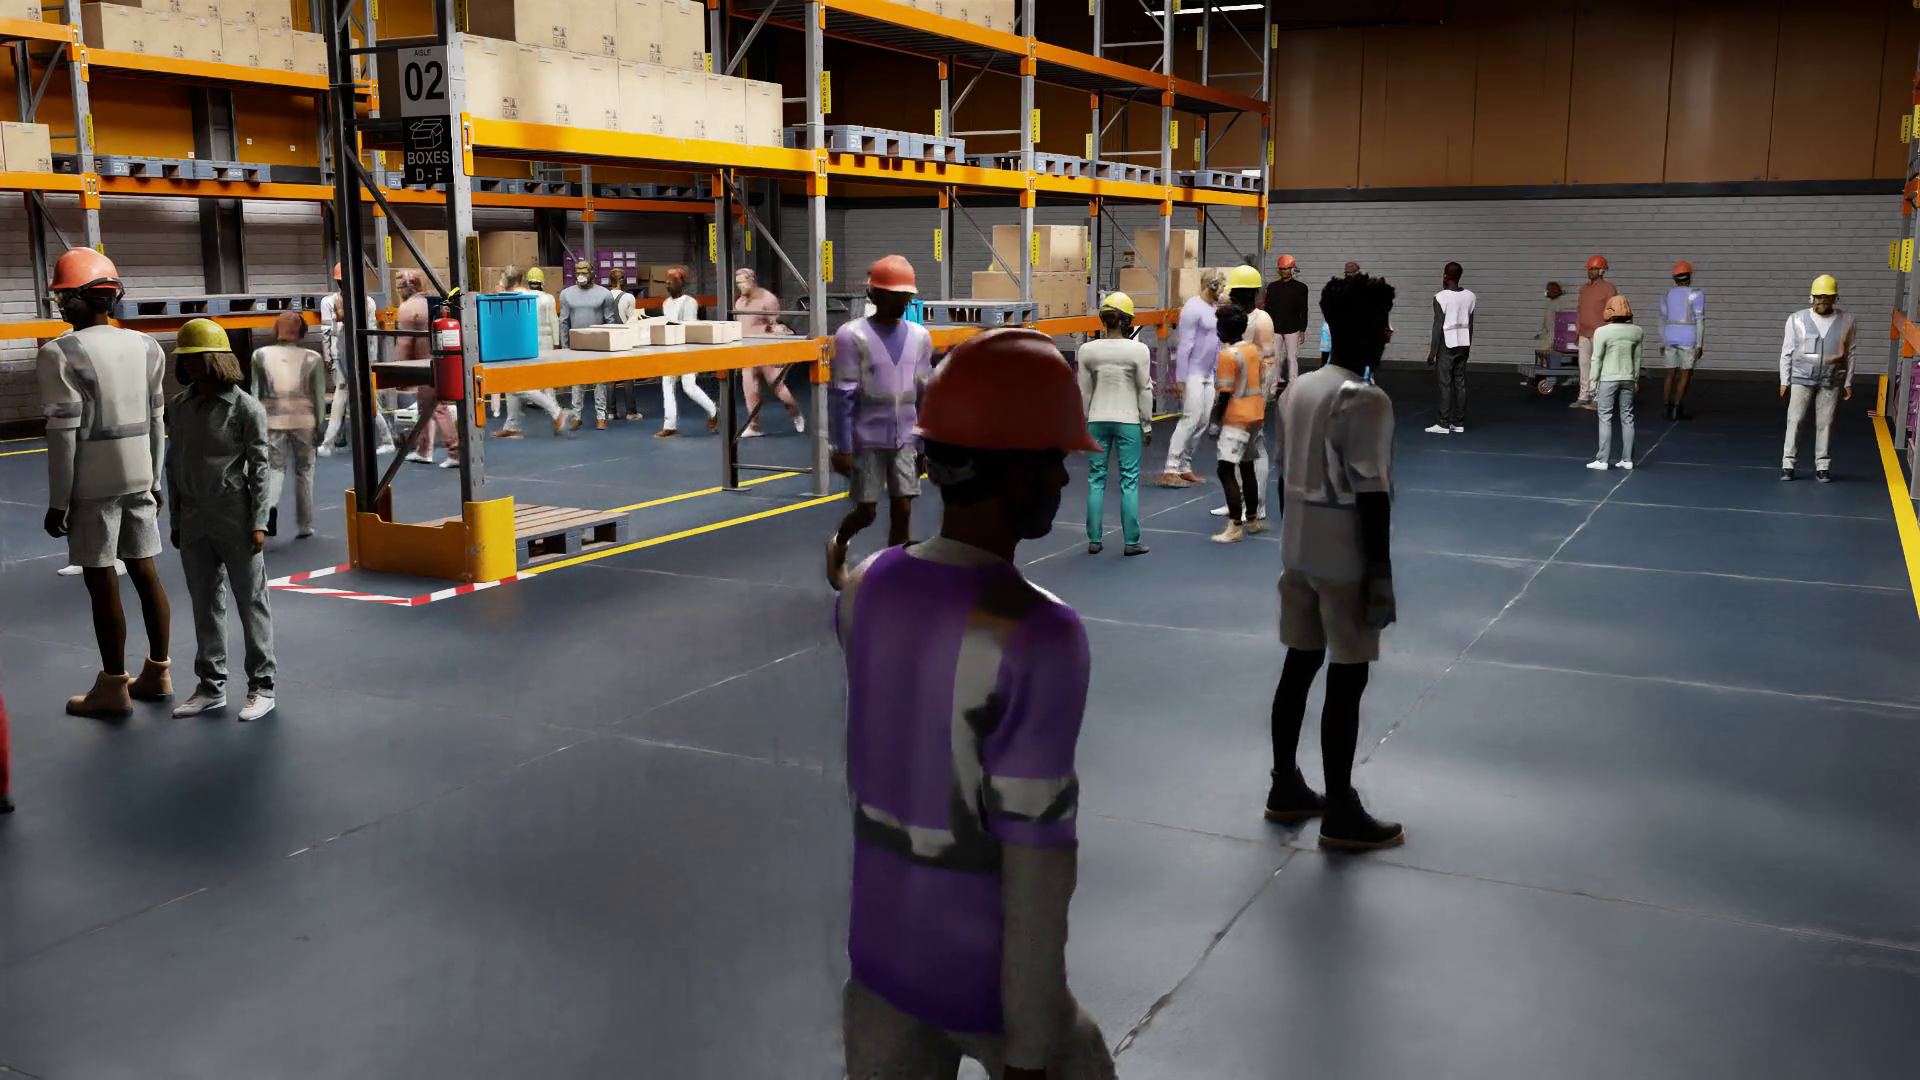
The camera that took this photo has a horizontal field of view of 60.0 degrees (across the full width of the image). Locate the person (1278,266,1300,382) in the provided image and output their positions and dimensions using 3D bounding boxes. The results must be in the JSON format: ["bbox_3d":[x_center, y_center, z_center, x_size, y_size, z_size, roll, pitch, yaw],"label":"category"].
[{"bbox_3d":[5.046,-3.402,26.186,0.562,1.834,0.524,-4,10,-20],"label":"person"}]

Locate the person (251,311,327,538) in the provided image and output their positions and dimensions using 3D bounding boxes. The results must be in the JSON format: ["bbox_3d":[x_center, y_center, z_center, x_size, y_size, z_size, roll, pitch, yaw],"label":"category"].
[{"bbox_3d":[-4.705,-0.791,11.658,0.524,1.620,0.535,-2,10,-9],"label":"person"}]

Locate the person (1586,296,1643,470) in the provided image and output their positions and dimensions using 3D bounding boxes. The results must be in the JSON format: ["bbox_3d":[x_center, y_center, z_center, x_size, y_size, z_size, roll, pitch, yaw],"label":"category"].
[{"bbox_3d":[6.136,-1.467,15.582,0.498,1.626,0.289,-2,10,-11],"label":"person"}]

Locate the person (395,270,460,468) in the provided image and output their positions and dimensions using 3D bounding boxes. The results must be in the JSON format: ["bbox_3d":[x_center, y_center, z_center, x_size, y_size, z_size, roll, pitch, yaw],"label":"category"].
[{"bbox_3d":[-5.041,-1.600,15.671,0.893,1.861,0.667,3,10,15],"label":"person"}]

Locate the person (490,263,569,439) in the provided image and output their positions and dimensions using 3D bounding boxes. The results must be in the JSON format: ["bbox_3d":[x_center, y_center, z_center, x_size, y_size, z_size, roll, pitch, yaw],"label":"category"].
[{"bbox_3d":[-4.696,-2.027,17.996,0.806,1.914,0.633,-1,10,-6],"label":"person"}]

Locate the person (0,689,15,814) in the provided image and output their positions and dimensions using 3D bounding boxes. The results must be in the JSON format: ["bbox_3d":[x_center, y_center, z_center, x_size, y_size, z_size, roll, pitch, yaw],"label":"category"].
[{"bbox_3d":[-3.537,0.158,5.760,0.331,1.769,0.530,-3,10,-15],"label":"person"}]

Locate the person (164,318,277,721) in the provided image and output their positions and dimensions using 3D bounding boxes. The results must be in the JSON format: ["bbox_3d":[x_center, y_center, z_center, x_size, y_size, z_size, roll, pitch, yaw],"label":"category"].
[{"bbox_3d":[-3.220,-0.081,7.208,0.484,1.744,0.294,2,10,12],"label":"person"}]

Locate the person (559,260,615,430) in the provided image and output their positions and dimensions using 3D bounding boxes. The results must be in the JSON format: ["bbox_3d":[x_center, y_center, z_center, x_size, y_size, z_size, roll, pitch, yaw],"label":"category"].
[{"bbox_3d":[-4.263,-2.223,19.039,0.634,1.938,0.355,-1,10,-3],"label":"person"}]

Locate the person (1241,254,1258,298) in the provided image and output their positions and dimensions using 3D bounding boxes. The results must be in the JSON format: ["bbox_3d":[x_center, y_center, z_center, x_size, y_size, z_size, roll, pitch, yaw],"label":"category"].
[{"bbox_3d":[4.637,-3.626,26.867,0.536,2.000,0.688,9,13,41],"label":"person"}]

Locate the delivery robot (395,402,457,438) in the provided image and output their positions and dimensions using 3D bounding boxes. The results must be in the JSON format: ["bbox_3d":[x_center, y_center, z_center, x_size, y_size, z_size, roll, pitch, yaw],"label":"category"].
[{"bbox_3d":[-5.538,-1.275,17.282,0.477,0.478,0.707,4,10,21],"label":"delivery robot"}]

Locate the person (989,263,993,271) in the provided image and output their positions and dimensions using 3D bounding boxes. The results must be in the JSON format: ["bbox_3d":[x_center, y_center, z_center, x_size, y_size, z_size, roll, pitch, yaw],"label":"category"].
[{"bbox_3d":[0.487,-2.576,21.167,0.597,1.912,0.468,5,11,26],"label":"person"}]

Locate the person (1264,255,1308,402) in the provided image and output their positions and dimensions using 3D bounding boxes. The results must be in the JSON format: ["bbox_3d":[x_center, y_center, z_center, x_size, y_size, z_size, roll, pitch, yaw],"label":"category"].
[{"bbox_3d":[4.384,-2.845,22.475,0.609,1.995,0.378,5,11,29],"label":"person"}]

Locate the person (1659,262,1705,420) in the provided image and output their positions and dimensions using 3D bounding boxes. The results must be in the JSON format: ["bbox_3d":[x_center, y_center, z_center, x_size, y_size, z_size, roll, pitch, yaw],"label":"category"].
[{"bbox_3d":[8.746,-2.395,20.208,0.368,1.913,0.580,-8,12,-38],"label":"person"}]

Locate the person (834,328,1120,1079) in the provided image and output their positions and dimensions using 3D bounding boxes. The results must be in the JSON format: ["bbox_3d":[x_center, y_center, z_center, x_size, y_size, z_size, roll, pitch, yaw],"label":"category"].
[{"bbox_3d":[0.101,0.624,2.669,0.842,1.907,0.548,-9,13,-41],"label":"person"}]

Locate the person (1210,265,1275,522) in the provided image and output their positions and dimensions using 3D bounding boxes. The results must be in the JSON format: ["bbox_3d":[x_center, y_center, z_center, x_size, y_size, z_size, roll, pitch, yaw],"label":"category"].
[{"bbox_3d":[2.154,-1.100,12.570,0.384,1.928,0.589,-3,10,-16],"label":"person"}]

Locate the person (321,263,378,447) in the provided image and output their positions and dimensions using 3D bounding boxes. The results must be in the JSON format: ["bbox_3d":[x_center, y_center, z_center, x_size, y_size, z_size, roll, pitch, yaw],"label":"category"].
[{"bbox_3d":[-6.354,-1.930,17.351,0.552,1.934,0.373,-4,10,-20],"label":"person"}]

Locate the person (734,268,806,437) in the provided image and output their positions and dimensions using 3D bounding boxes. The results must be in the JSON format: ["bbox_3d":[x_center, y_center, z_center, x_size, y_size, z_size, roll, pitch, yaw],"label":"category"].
[{"bbox_3d":[-2.151,-2.073,18.425,0.705,1.864,0.823,7,12,37],"label":"person"}]

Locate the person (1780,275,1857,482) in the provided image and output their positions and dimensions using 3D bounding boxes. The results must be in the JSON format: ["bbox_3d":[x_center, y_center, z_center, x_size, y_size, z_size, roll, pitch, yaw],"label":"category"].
[{"bbox_3d":[7.567,-1.418,14.686,0.598,1.830,0.403,4,10,20],"label":"person"}]

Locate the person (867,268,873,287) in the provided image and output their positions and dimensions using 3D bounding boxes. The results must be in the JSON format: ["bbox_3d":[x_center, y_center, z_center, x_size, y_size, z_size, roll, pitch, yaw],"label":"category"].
[{"bbox_3d":[-0.904,-2.638,21.747,0.647,1.836,0.536,4,11,21],"label":"person"}]

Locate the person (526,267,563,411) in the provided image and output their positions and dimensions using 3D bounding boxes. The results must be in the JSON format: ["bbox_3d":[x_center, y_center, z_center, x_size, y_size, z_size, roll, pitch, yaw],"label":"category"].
[{"bbox_3d":[-5.379,-2.559,21.282,0.590,1.837,0.404,2,10,13],"label":"person"}]

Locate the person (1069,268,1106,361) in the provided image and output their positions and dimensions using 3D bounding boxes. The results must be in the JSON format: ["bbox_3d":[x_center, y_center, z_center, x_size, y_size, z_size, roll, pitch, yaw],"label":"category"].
[{"bbox_3d":[1.939,-3.249,25.269,0.600,1.836,0.404,3,10,15],"label":"person"}]

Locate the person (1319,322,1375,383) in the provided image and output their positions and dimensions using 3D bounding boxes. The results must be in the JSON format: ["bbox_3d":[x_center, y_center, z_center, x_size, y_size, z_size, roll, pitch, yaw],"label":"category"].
[{"bbox_3d":[3.685,-1.545,15.807,0.540,1.697,0.317,3,10,18],"label":"person"}]

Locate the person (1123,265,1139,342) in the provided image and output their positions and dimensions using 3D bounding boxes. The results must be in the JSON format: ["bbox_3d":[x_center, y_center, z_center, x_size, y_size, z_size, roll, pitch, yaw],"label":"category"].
[{"bbox_3d":[2.651,-3.383,26.056,0.429,1.838,0.622,-1,10,-4],"label":"person"}]

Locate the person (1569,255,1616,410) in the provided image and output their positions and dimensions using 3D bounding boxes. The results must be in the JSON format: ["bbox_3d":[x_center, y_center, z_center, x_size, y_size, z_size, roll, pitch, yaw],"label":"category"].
[{"bbox_3d":[8.206,-2.682,21.561,0.417,1.994,0.632,-4,11,-23],"label":"person"}]

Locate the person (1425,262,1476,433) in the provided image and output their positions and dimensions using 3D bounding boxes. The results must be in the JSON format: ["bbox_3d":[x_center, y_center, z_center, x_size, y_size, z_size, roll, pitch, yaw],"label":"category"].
[{"bbox_3d":[5.525,-2.155,18.708,0.589,1.920,0.392,-6,11,-29],"label":"person"}]

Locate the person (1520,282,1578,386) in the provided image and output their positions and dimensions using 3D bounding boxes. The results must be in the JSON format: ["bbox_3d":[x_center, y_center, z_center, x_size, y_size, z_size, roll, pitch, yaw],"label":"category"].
[{"bbox_3d":[9.035,-3.128,25.285,0.863,1.592,0.512,2,10,9],"label":"person"}]

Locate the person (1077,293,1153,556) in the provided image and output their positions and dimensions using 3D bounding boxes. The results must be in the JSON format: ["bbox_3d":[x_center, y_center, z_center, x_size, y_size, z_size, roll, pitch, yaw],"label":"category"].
[{"bbox_3d":[1.044,-0.770,11.154,0.524,1.759,0.328,4,11,24],"label":"person"}]

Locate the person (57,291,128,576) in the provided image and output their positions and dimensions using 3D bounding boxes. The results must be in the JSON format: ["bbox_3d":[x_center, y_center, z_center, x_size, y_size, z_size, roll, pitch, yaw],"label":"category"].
[{"bbox_3d":[-5.438,-0.691,10.369,0.513,1.872,0.328,4,11,23],"label":"person"}]

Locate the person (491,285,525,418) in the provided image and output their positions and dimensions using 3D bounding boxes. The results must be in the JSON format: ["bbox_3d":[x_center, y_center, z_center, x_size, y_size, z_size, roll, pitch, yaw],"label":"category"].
[{"bbox_3d":[-5.597,-2.307,20.398,0.522,1.636,0.310,-1,10,-3],"label":"person"}]

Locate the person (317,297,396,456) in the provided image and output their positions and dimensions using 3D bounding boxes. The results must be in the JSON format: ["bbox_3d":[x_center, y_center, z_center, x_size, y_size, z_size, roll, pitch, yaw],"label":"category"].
[{"bbox_3d":[-6.079,-1.619,16.553,0.859,1.587,0.501,-8,13,-39],"label":"person"}]

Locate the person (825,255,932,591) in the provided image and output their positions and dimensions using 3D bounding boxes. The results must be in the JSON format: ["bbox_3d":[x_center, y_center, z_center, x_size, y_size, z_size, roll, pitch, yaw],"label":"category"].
[{"bbox_3d":[-0.475,-0.581,9.335,0.618,2.018,0.750,-6,11,-30],"label":"person"}]

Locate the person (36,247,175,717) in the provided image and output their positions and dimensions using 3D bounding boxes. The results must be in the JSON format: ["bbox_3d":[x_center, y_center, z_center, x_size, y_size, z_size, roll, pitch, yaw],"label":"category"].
[{"bbox_3d":[-3.751,-0.245,7.288,0.370,2.044,0.608,3,10,19],"label":"person"}]

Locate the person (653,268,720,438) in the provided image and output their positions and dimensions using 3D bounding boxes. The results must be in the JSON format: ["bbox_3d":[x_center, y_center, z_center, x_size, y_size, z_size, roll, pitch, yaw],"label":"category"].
[{"bbox_3d":[-3.016,-2.051,18.293,0.587,1.864,0.779,9,14,43],"label":"person"}]

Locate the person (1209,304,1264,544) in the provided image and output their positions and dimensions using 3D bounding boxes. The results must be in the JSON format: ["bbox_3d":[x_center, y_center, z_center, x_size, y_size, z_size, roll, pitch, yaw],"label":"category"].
[{"bbox_3d":[2.008,-0.834,11.787,0.321,1.670,0.750,6,11,30],"label":"person"}]

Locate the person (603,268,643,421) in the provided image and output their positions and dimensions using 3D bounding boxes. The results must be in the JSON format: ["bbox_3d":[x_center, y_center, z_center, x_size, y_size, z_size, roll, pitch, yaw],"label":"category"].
[{"bbox_3d":[-4.109,-2.353,20.081,0.505,1.840,0.346,2,10,12],"label":"person"}]

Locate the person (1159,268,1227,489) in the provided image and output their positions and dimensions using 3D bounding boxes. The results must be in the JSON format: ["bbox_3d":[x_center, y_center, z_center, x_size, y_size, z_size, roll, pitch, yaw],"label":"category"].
[{"bbox_3d":[2.059,-1.403,14.425,0.438,1.896,0.703,6,12,33],"label":"person"}]

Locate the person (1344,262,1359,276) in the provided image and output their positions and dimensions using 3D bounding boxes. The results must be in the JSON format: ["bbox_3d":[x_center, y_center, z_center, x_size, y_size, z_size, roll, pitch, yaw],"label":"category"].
[{"bbox_3d":[5.537,-2.983,23.576,0.644,1.897,0.405,9,13,42],"label":"person"}]

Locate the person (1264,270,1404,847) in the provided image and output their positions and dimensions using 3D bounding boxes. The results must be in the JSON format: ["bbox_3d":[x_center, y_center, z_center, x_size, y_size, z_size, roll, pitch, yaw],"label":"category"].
[{"bbox_3d":[1.301,0.062,5.734,0.366,1.963,0.611,-3,10,-19],"label":"person"}]

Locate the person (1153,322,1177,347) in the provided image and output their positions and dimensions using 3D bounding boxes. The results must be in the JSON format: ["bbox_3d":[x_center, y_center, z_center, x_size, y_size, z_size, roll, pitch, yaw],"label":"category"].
[{"bbox_3d":[3.455,-3.690,27.794,0.753,1.851,0.643,9,14,43],"label":"person"}]

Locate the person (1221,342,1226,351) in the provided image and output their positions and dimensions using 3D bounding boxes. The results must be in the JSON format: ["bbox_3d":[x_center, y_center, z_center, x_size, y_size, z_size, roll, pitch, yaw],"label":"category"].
[{"bbox_3d":[4.302,-3.335,25.925,0.969,1.781,0.682,9,13,41],"label":"person"}]
